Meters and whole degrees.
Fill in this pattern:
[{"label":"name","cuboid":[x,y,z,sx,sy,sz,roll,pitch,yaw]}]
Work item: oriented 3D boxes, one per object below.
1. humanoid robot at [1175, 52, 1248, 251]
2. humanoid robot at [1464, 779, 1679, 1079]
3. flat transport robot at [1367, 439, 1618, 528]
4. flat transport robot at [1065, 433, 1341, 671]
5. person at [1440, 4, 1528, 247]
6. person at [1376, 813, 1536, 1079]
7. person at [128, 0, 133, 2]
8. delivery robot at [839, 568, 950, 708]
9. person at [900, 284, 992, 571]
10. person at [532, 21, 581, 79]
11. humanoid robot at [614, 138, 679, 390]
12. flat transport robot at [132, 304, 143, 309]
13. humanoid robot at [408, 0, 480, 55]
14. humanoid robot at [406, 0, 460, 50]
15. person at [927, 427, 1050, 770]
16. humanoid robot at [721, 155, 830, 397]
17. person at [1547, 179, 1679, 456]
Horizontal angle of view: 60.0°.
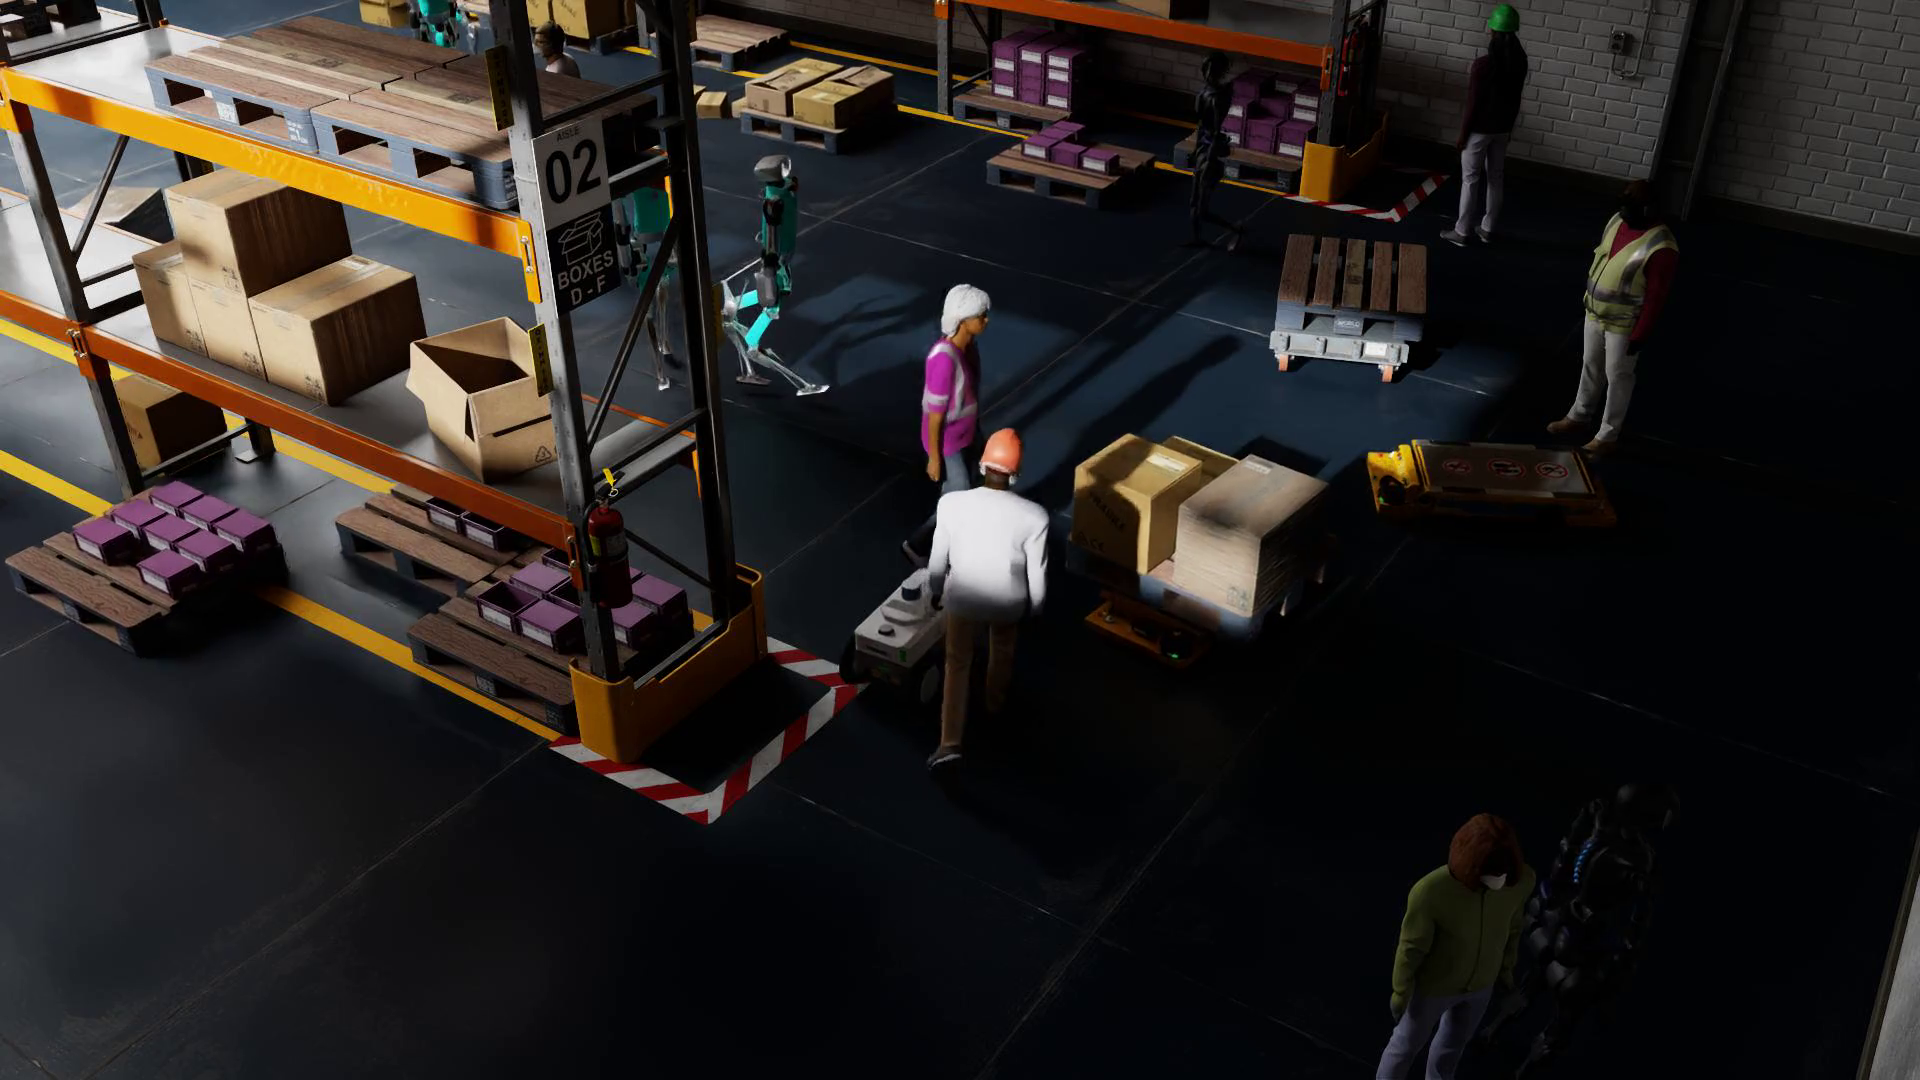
[{"label":"humanoid robot","cuboid":[2.067,-3.119,13.380,0.501,1.636,0.601,-1,33,-2]},{"label":"humanoid robot","cuboid":[2.288,1.506,6.267,0.432,1.634,0.604,-6,34,-9]},{"label":"flat transport robot","cuboid":[3.319,-0.357,10.421,1.431,0.231,0.659,3,33,5]},{"label":"flat transport robot","cuboid":[1.398,0.237,9.509,0.659,0.231,1.431,25,40,33]},{"label":"person","cuboid":[4.276,-3.320,13.435,0.488,1.952,0.418,-9,34,-13]},{"label":"person","cuboid":[1.814,1.629,6.116,0.506,1.631,0.265,-8,34,-13]},{"label":"person","cuboid":[-9.881,-7.324,19.761,0.774,1.757,0.434,-13,35,-19]},{"label":"delivery robot","cuboid":[-0.267,0.495,8.865,0.499,0.611,0.812,17,37,24]},{"label":"person","cuboid":[-0.033,-0.575,9.327,0.408,1.830,0.550,9,34,14]},{"label":"person","cuboid":[-3.120,-3.126,13.147,0.361,1.939,0.634,-2,33,-4]},{"label":"humanoid robot","cuboid":[-2.158,-1.996,11.611,0.530,1.797,0.842,-14,35,-20]},{"label":"flat transport robot","cuboid":[-5.699,-1.688,12.467,1.431,0.231,0.659,20,38,28]},{"label":"humanoid robot","cuboid":[-5.252,-5.480,17.009,1.020,1.781,0.538,15,36,22]},{"label":"humanoid robot","cuboid":[-5.254,-4.878,16.055,0.960,1.771,0.531,21,38,28]},{"label":"person","cuboid":[0.131,0.311,8.078,0.589,1.717,0.760,2,33,3]},{"label":"humanoid robot","cuboid":[-1.354,-1.730,11.169,0.931,1.754,0.545,4,33,6]},{"label":"person","cuboid":[4.177,-1.415,10.607,0.429,1.843,0.624,-9,34,-14]}]
